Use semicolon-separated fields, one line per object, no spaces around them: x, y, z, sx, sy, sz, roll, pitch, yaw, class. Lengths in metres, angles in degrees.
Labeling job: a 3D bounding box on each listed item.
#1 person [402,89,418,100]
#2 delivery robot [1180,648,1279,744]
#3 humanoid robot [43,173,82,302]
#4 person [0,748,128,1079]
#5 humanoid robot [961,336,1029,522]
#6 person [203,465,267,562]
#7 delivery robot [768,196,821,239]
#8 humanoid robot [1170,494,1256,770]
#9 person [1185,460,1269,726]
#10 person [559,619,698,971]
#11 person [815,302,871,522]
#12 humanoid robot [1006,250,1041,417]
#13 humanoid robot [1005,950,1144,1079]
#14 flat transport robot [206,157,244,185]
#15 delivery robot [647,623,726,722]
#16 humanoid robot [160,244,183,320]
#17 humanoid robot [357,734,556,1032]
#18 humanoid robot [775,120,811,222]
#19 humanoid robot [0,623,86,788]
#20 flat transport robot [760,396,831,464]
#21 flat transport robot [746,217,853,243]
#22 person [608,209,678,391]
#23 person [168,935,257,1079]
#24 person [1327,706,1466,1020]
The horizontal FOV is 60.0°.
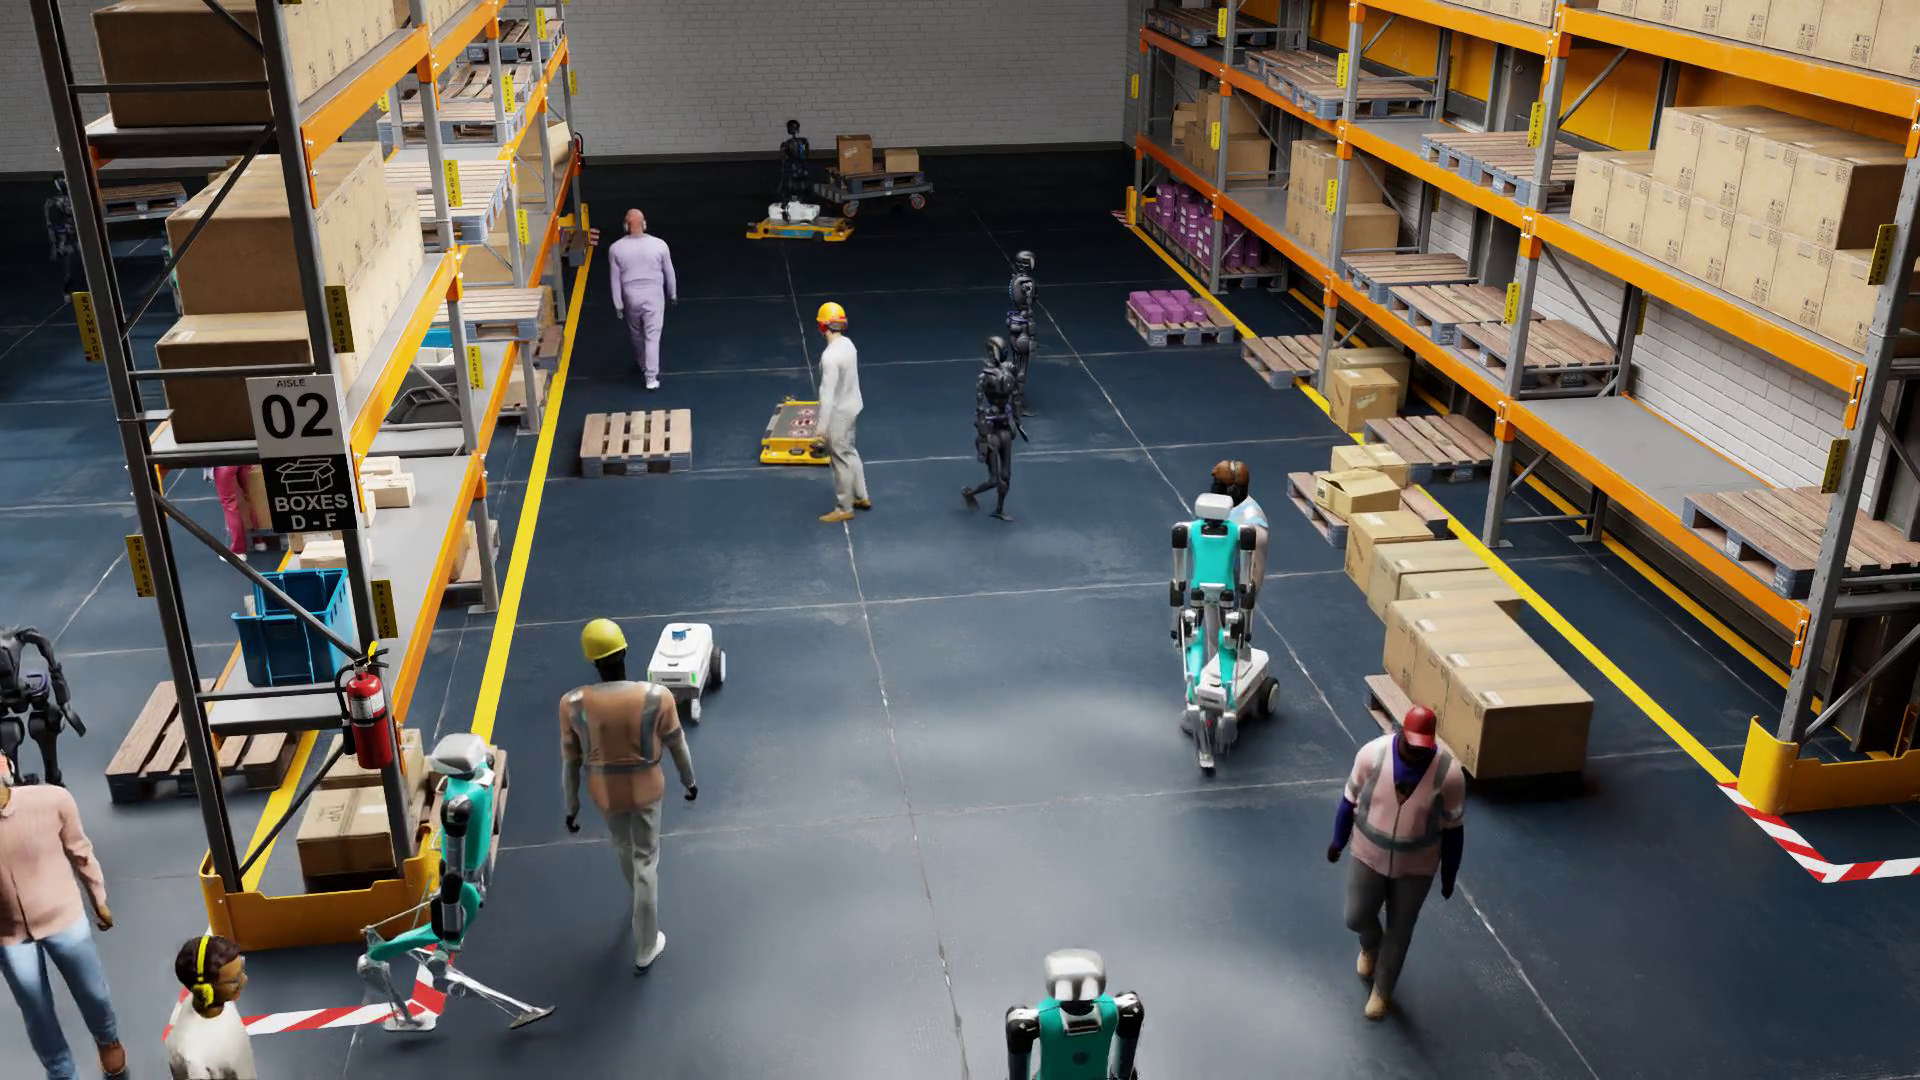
-8.725;-6.357;26.470;0.545;1.613;0.505;-4;24;-10;person
1.791;0.985;11.102;0.523;0.614;0.786;13;27;26;delivery robot
-10.882;-3.685;20.367;0.722;1.640;0.616;18;29;35;humanoid robot
-4.215;1.754;7.562;0.634;1.969;0.444;-13;27;-27;person
0.287;-0.953;14.106;0.442;1.646;0.587;17;29;34;humanoid robot
-5.887;-0.620;13.400;0.284;1.626;0.498;8;25;18;person
-2.363;-4.642;23.901;0.798;0.598;0.499;5;24;11;delivery robot
1.552;0.680;10.370;0.557;1.815;0.823;3;24;8;humanoid robot
1.750;0.338;10.955;0.429;1.839;0.633;-7;25;-16;person
-1.729;1.265;8.796;0.643;1.867;0.926;0;24;0;person
-1.040;-1.077;14.139;0.420;1.883;0.665;5;24;12;person
0.629;-2.088;16.666;0.315;1.657;0.599;-4;24;-10;humanoid robot
0.369;2.274;6.711;0.531;1.796;0.798;-5;24;-11;humanoid robot
-10.477;-4.993;25.053;1.431;0.231;0.659;15;28;31;flat transport robot
-1.901;0.855;11.357;0.499;0.581;0.777;0;24;1;delivery robot
-7.876;-2.468;17.529;0.549;1.766;1.028;6;24;13;humanoid robot
-2.541;1.721;7.961;1.053;1.732;0.531;0;24;-1;humanoid robot
-2.354;-5.137;23.617;0.378;1.650;0.601;21;31;39;humanoid robot
-5.452;0.980;9.697;0.601;1.645;0.457;-9;25;-19;humanoid robot
-1.507;-1.063;16.099;0.659;0.231;1.431;1;24;2;flat transport robot
-2.289;-4.459;23.837;1.431;0.231;0.659;3;24;6;flat transport robot
-3.323;-2.564;17.547;0.656;1.850;0.996;-2;24;-4;person
-2.818;2.307;6.454;0.443;1.850;0.516;-2;24;-6;person
2.153;1.574;8.260;0.647;1.740;0.424;9;25;20;person
